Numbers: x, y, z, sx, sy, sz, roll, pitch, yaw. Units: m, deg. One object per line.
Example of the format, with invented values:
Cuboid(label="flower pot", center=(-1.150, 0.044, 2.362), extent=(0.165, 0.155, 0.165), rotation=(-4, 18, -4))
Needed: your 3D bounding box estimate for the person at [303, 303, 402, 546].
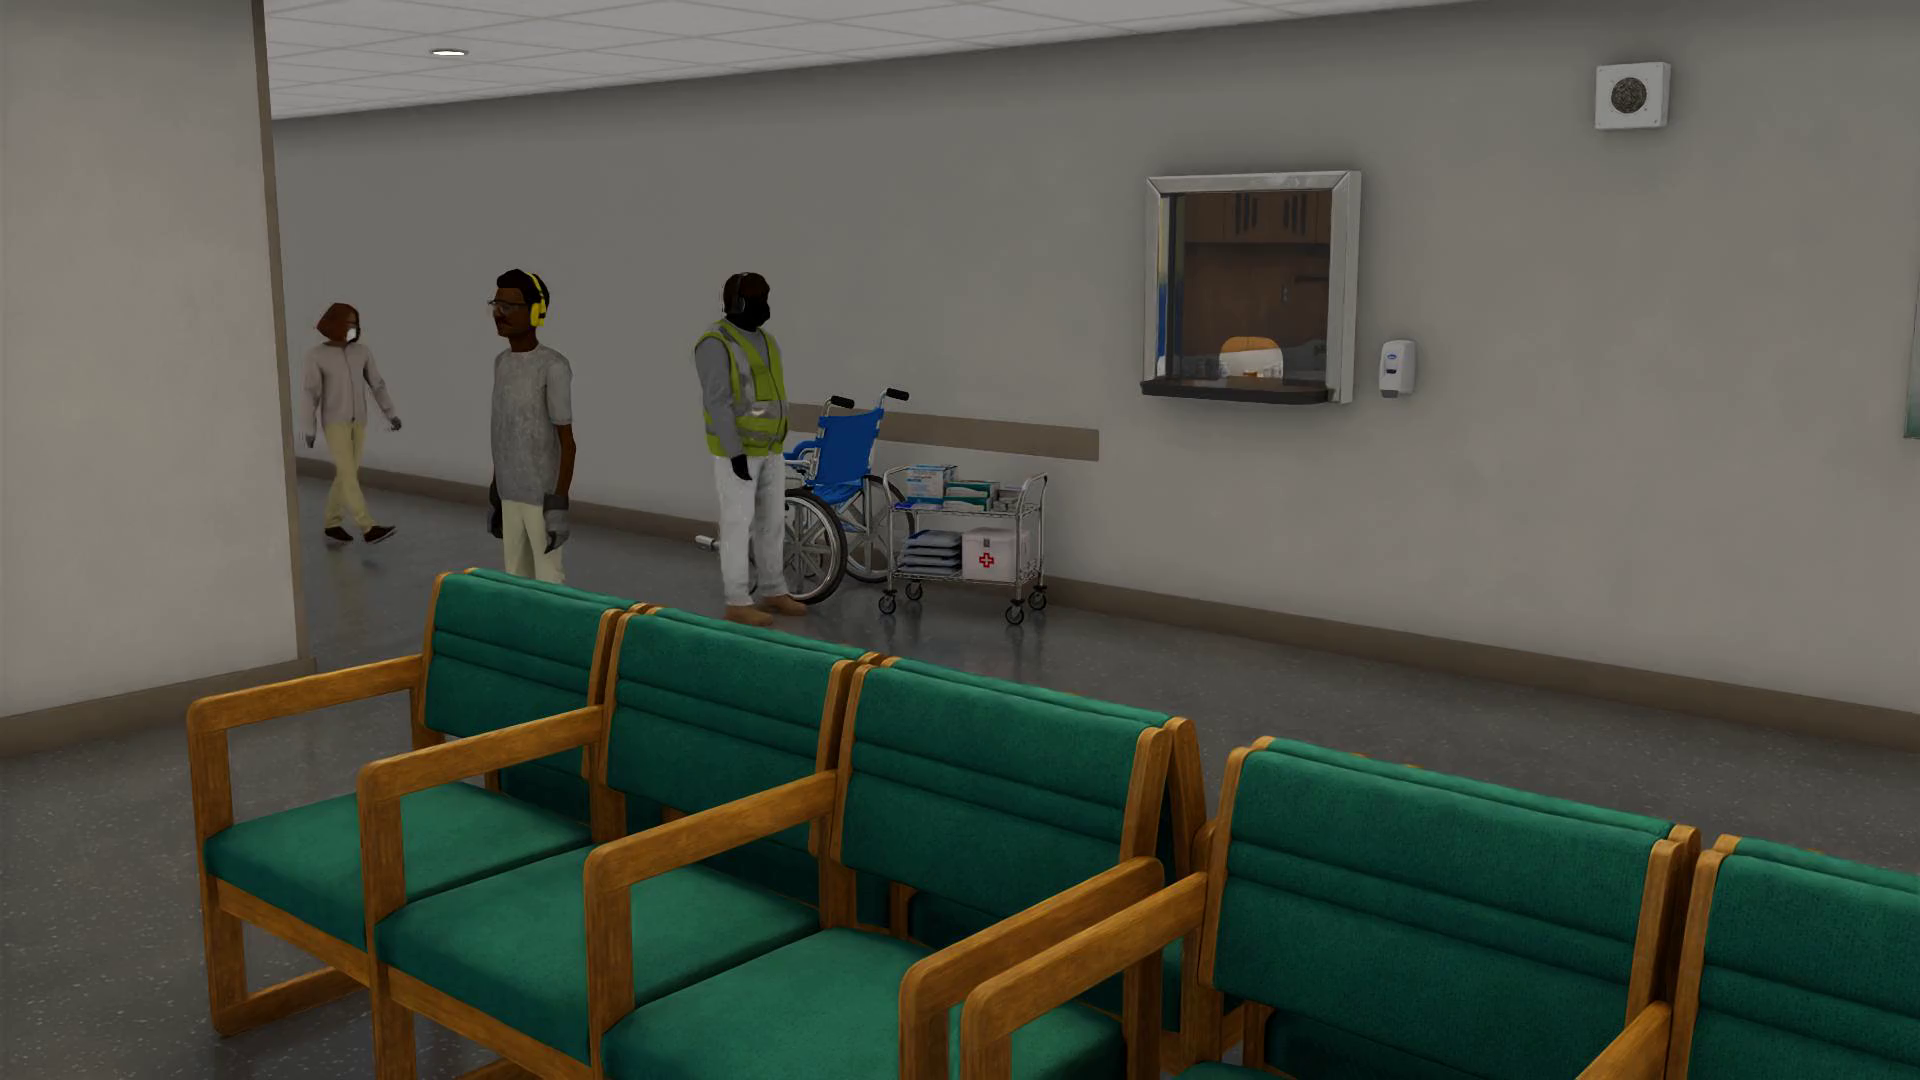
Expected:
Cuboid(label="person", center=(-3.951, -0.748, 10.911), extent=(0.827, 1.591, 0.510), rotation=(5, 11, 28))

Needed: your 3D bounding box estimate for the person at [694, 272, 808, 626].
Cuboid(label="person", center=(-1.102, -0.472, 8.692), extent=(0.442, 1.840, 0.637), rotation=(5, 11, 27))

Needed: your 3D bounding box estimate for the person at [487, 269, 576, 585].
Cuboid(label="person", center=(-1.771, -0.159, 6.797), extent=(0.513, 1.877, 0.328), rotation=(8, 13, 39))
